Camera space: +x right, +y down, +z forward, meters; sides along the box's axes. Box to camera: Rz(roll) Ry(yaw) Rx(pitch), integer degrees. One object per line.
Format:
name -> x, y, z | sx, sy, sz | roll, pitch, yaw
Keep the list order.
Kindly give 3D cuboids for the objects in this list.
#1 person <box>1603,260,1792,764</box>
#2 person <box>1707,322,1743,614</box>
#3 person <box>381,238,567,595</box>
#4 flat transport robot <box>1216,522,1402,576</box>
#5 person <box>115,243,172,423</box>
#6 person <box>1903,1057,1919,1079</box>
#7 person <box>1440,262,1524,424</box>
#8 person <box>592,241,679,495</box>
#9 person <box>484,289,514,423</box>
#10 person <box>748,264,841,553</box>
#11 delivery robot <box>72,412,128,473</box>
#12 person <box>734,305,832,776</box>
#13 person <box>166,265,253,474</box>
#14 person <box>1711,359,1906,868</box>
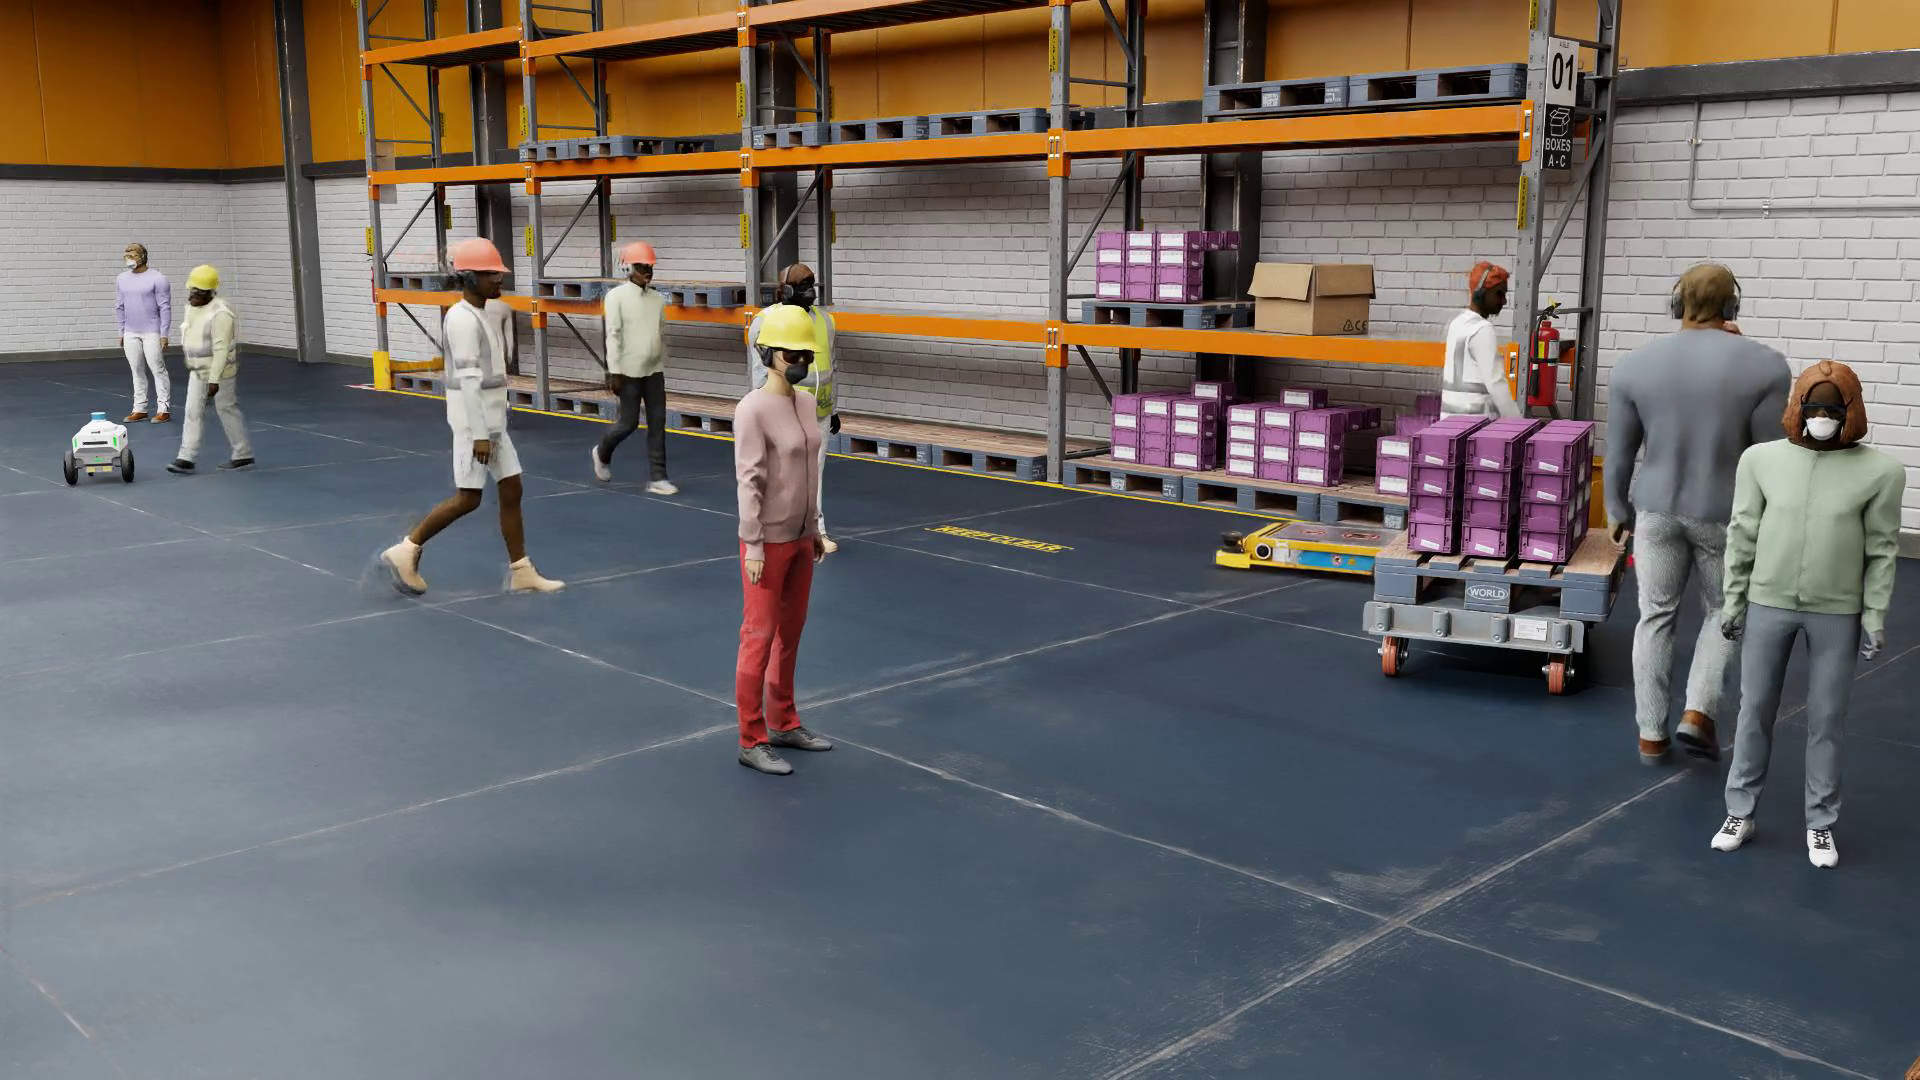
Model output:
person -> 2.775, -0.086, 6.320 | 0.664, 1.927, 0.412 | 6, 12, 31
person -> 3.796, -0.331, 8.563 | 0.524, 1.597, 0.845 | 0, 10, 3
person -> -2.741, -0.662, 9.246 | 0.930, 2.019, 0.615 | 0, 10, -2
flat transport robot -> 2.333, 0.065, 10.017 | 1.431, 0.197, 0.652 | 5, 12, 28
person -> -8.807, -2.224, 17.952 | 0.629, 1.940, 0.373 | 2, 11, 10
person -> 0.707, 1.015, 1.125 | 0.501, 1.631, 0.287 | 10, 14, 43
person -> 2.995, -0.634, 9.470 | 0.533, 1.862, 0.592 | 1, 10, 7
person -> -2.561, -1.348, 13.068 | 0.744, 1.977, 0.626 | 8, 13, 38
person -> -4.919, -1.990, 17.558 | 0.662, 1.614, 0.500 | 10, 15, 44
person -> -1.015, -0.815, 10.526 | 0.625, 1.847, 0.429 | -8, 13, -38
delivery robot -> -7.118, -0.813, 13.779 | 0.477, 0.478, 0.707 | -4, 11, -20
person -> -0.660, -0.006, 6.330 | 0.327, 1.765, 0.531 | 5, 11, 24
person -> -6.384, -1.421, 14.029 | 0.658, 1.770, 0.830 | 6, 12, 31
person -> 2.726, 0.236, 5.373 | 0.497, 1.632, 0.289 | 6, 12, 31
